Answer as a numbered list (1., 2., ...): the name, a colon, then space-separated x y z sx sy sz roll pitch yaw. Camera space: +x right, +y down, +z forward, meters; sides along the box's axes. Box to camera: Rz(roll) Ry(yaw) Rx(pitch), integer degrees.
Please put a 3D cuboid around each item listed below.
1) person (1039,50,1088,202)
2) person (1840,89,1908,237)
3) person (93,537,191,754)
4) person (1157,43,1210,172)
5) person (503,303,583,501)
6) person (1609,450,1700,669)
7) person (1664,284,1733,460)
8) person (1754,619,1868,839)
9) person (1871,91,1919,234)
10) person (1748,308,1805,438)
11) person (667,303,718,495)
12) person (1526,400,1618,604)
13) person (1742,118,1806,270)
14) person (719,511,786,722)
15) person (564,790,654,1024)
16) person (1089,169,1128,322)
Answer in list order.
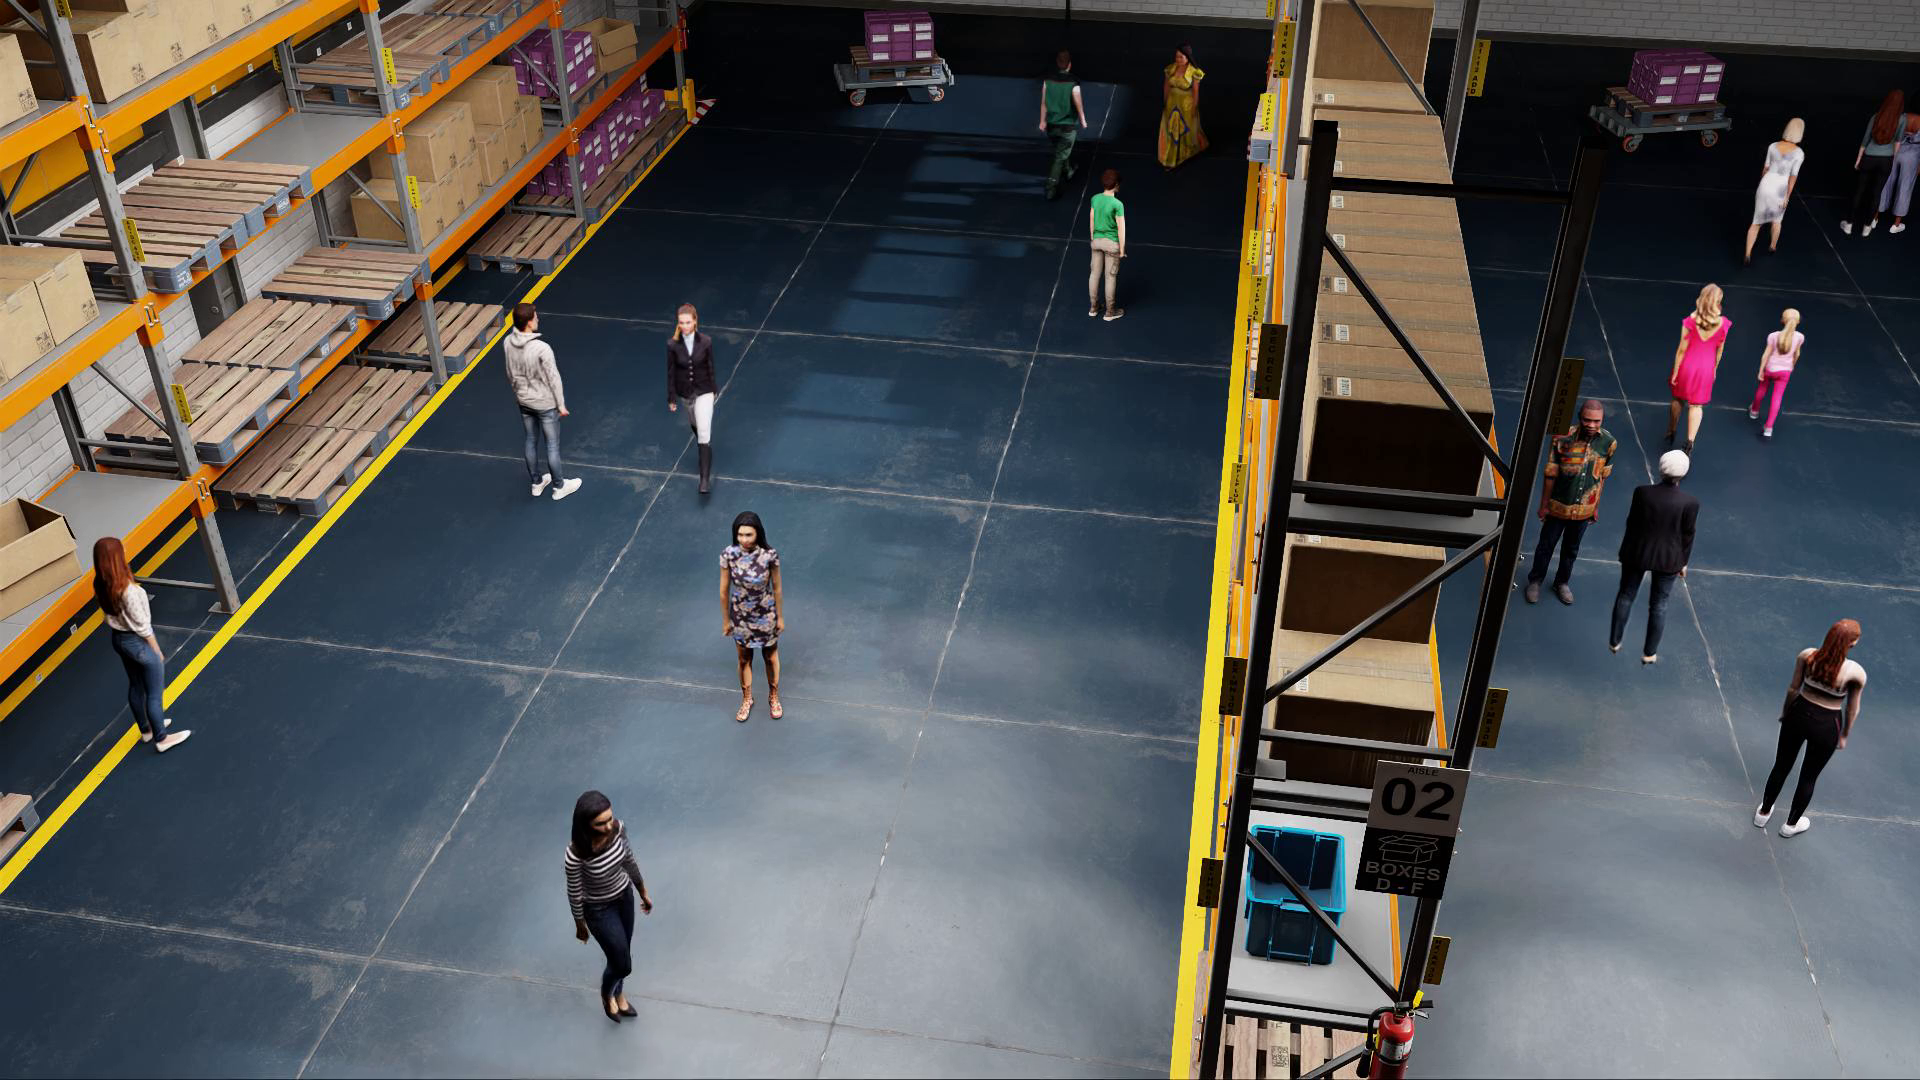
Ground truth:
1. person: 1.211 -5.073 20.516 0.953 1.797 1.195 22 40 30
2. person: 10.821 -4.457 19.639 0.630 1.743 0.600 12 35 18
3. person: -5.878 0.744 11.831 0.643 1.724 0.646 19 38 27
4. person: 2.878 -5.603 21.453 0.912 1.643 1.121 16 37 23
5. person: -3.745 -1.221 14.674 0.716 1.849 0.654 13 36 19
6. person: 5.001 0.133 11.904 0.796 1.780 0.709 18 38 25
7. person: 6.738 -1.492 15.217 0.629 1.700 1.012 8 34 12
8. person: 5.663 1.244 11.062 0.669 1.742 0.689 28 43 35
9. person: 11.205 -4.501 19.745 0.667 1.698 0.690 27 42 35
10. person: 7.758 -1.577 15.749 0.572 1.252 0.910 11 35 16
11. person: -2.389 -1.326 14.996 0.773 1.668 1.230 -2 34 -3
12. person: 4.905 -0.323 13.360 0.716 1.808 0.678 2 34 3
13. person: 9.161 -3.879 18.794 0.894 1.715 1.067 24 40 31
14. person: -1.496 0.553 12.110 0.652 1.733 0.602 -3 34 -4
15. person: -2.106 2.126 9.697 0.741 1.785 0.639 18 38 25
16. person: 1.561 -3.158 17.766 0.671 1.652 0.679 24 40 31
